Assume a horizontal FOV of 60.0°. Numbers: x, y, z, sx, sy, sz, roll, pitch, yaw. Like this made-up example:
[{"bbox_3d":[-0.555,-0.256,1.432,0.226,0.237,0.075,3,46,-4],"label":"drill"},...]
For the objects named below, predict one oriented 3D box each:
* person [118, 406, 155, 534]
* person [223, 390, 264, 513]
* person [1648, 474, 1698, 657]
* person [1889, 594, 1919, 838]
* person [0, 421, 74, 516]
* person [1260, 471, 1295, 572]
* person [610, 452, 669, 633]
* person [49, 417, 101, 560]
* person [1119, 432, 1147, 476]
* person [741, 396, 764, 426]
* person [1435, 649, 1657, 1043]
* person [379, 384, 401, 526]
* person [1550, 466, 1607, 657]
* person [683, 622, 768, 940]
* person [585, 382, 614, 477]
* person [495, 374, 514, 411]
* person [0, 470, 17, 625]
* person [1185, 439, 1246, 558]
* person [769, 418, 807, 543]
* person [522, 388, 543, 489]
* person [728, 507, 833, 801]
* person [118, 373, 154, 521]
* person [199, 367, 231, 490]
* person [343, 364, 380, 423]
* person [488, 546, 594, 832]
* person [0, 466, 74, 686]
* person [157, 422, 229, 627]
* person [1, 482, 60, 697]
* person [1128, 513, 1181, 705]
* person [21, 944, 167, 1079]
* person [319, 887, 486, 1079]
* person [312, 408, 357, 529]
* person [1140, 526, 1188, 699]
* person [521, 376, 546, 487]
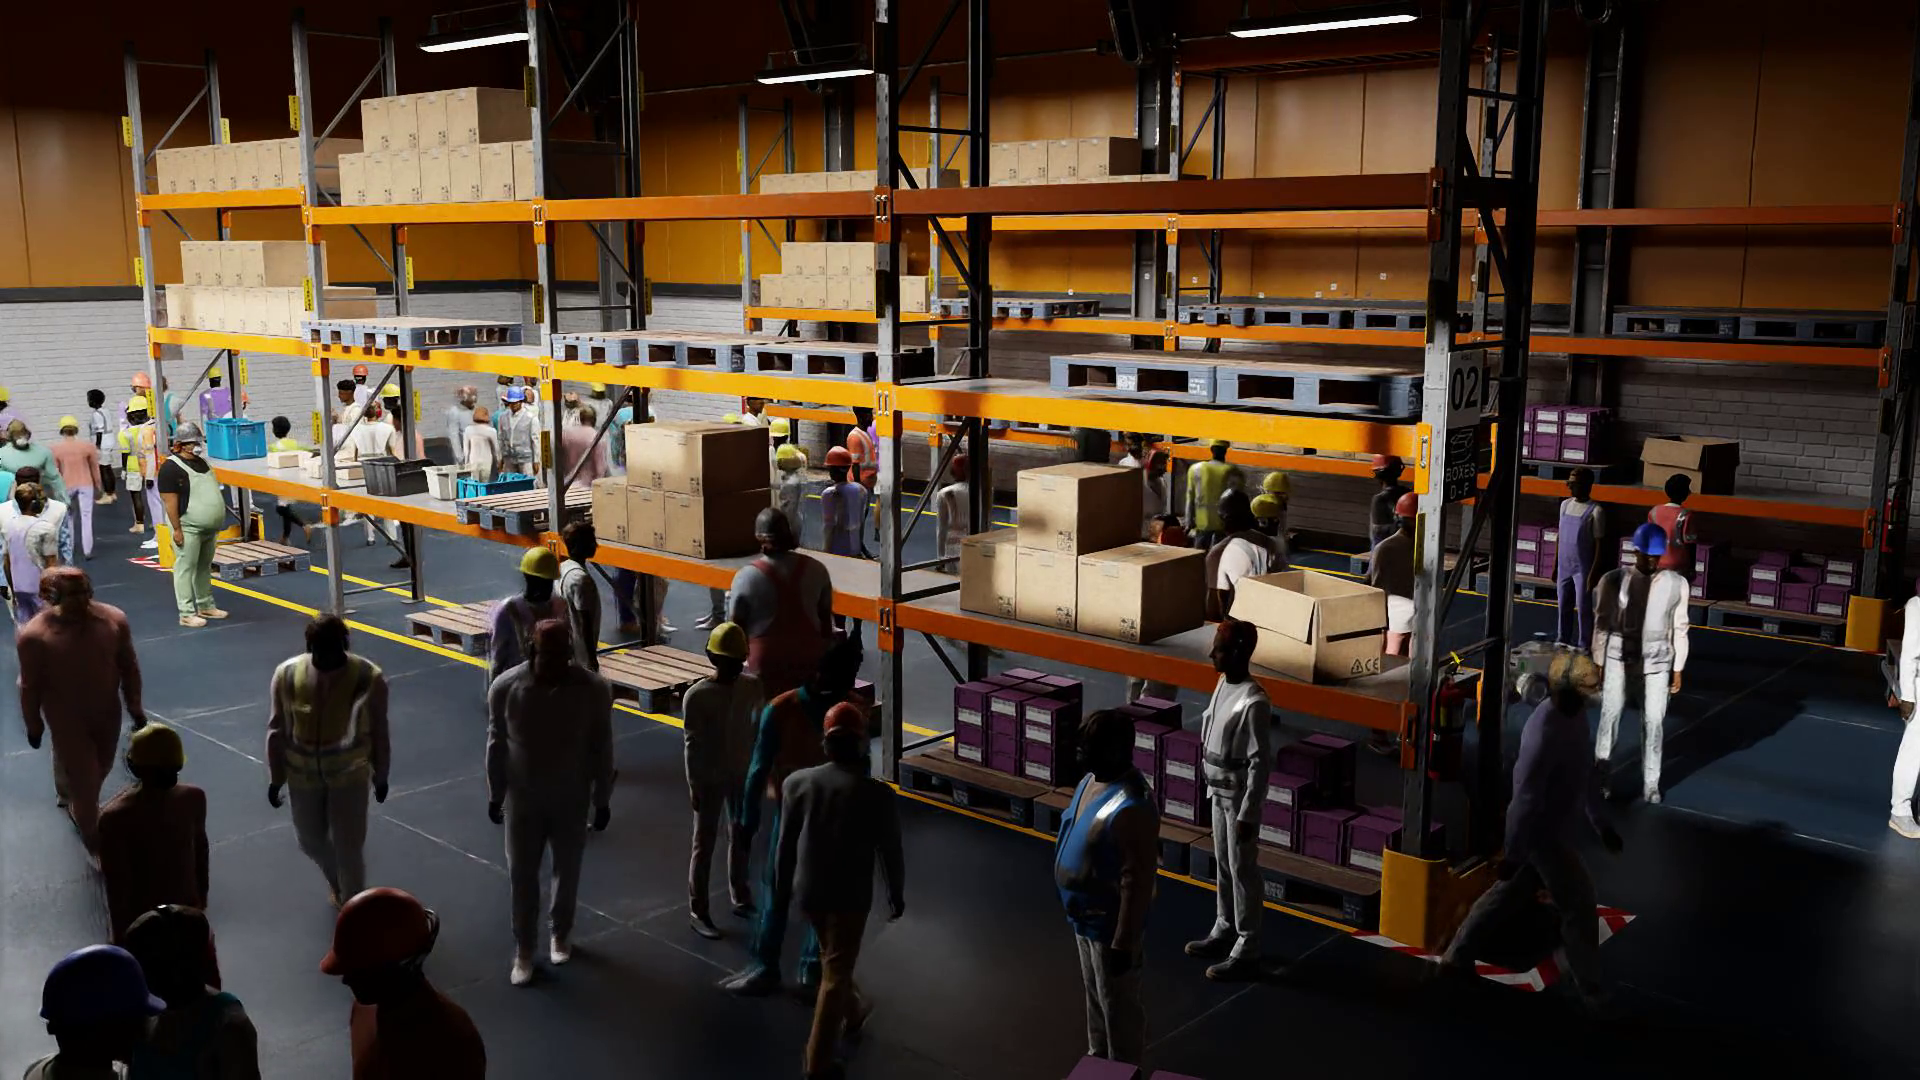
[{"bbox_3d":[-10.831,-0.935,21.949,0.317,1.695,0.540,6,11,29],"label":"person"},{"bbox_3d":[-10.186,-1.253,23.610,0.563,1.743,0.337,7,12,34],"label":"person"},{"bbox_3d":[6.577,0.232,15.355,0.318,1.697,0.535,-5,11,-26],"label":"person"},{"bbox_3d":[6.273,0.969,10.653,0.583,1.882,0.337,-3,10,-15],"label":"person"},{"bbox_3d":[-10.200,-0.378,18.305,1.031,1.873,0.753,9,13,41],"label":"person"},{"bbox_3d":[2.696,0.301,14.599,0.456,1.820,0.642,7,12,33],"label":"person"},{"bbox_3d":[-3.124,-0.099,16.253,0.541,2.000,0.691,5,11,28],"label":"person"},{"bbox_3d":[-10.735,-0.636,20.201,0.544,1.722,0.908,-5,11,-28],"label":"person"},{"bbox_3d":[1.888,-0.257,17.684,0.521,1.856,0.351,7,12,34],"label":"person"},{"bbox_3d":[-2.668,-0.980,21.447,0.369,1.963,0.608,-2,10,-10],"label":"person"},{"bbox_3d":[2.834,1.433,8.084,1.069,1.888,0.616,5,11,27],"label":"person"},{"bbox_3d":[-7.637,-1.151,22.518,0.366,1.927,0.588,-1,10,-6],"label":"person"},{"bbox_3d":[5.465,0.262,14.764,0.345,1.846,0.508,-5,11,-27],"label":"person"},{"bbox_3d":[-1.267,1.306,9.119,0.523,1.759,0.350,-9,14,-42],"label":"person"},{"bbox_3d":[-5.583,-1.634,25.905,0.496,1.686,0.902,-5,11,-28],"label":"person"},{"bbox_3d":[-7.660,-2.049,28.139,0.312,1.737,0.483,2,10,10],"label":"person"},{"bbox_3d":[-9.619,-0.040,16.487,0.564,1.839,0.395,-6,12,-30],"label":"person"},{"bbox_3d":[2.623,-0.178,17.041,0.620,1.912,0.420,2,10,13],"label":"person"},{"bbox_3d":[-1.949,-0.375,18.172,0.589,1.922,0.389,3,11,19],"label":"person"},{"bbox_3d":[-6.525,-1.486,25.224,0.307,1.641,0.514,3,10,17],"label":"person"},{"bbox_3d":[-1.287,0.748,11.460,0.706,2.000,0.758,-4,11,-23],"label":"person"},{"bbox_3d":[-11.257,-1.282,22.998,0.407,2.031,0.633,9,13,42],"label":"person"},{"bbox_3d":[-11.498,-1.731,25.839,0.388,1.918,0.588,10,14,43],"label":"person"},{"bbox_3d":[-9.375,-1.794,26.128,0.546,1.938,0.360,-1,10,-6],"label":"person"},{"bbox_3d":[-2.746,0.952,10.821,1.022,1.858,0.592,7,12,33],"label":"person"},{"bbox_3d":[-7.994,0.300,14.384,0.591,1.908,0.406,-6,12,-32],"label":"person"},{"bbox_3d":[-7.627,-0.171,16.659,0.536,2.000,0.676,2,10,9],"label":"person"},{"bbox_3d":[-7.643,0.439,13.763,0.506,1.846,0.348,2,10,14],"label":"person"},{"bbox_3d":[1.466,0.707,12.307,0.429,1.829,0.638,-8,13,-38],"label":"person"},{"bbox_3d":[-2.303,2.030,4.487,0.402,1.943,0.605,-9,14,-42],"label":"person"},{"bbox_3d":[-1.590,1.951,4.839,0.622,1.983,0.419,9,13,41],"label":"person"},{"bbox_3d":[-8.459,-0.950,22.264,0.759,1.605,0.544,-8,13,-39],"label":"person"},{"bbox_3d":[1.532,0.755,12.241,0.344,1.747,0.572,8,13,39],"label":"person"},{"bbox_3d":[-6.740,-1.746,26.047,0.355,1.877,0.574,-9,14,-43],"label":"person"}]
